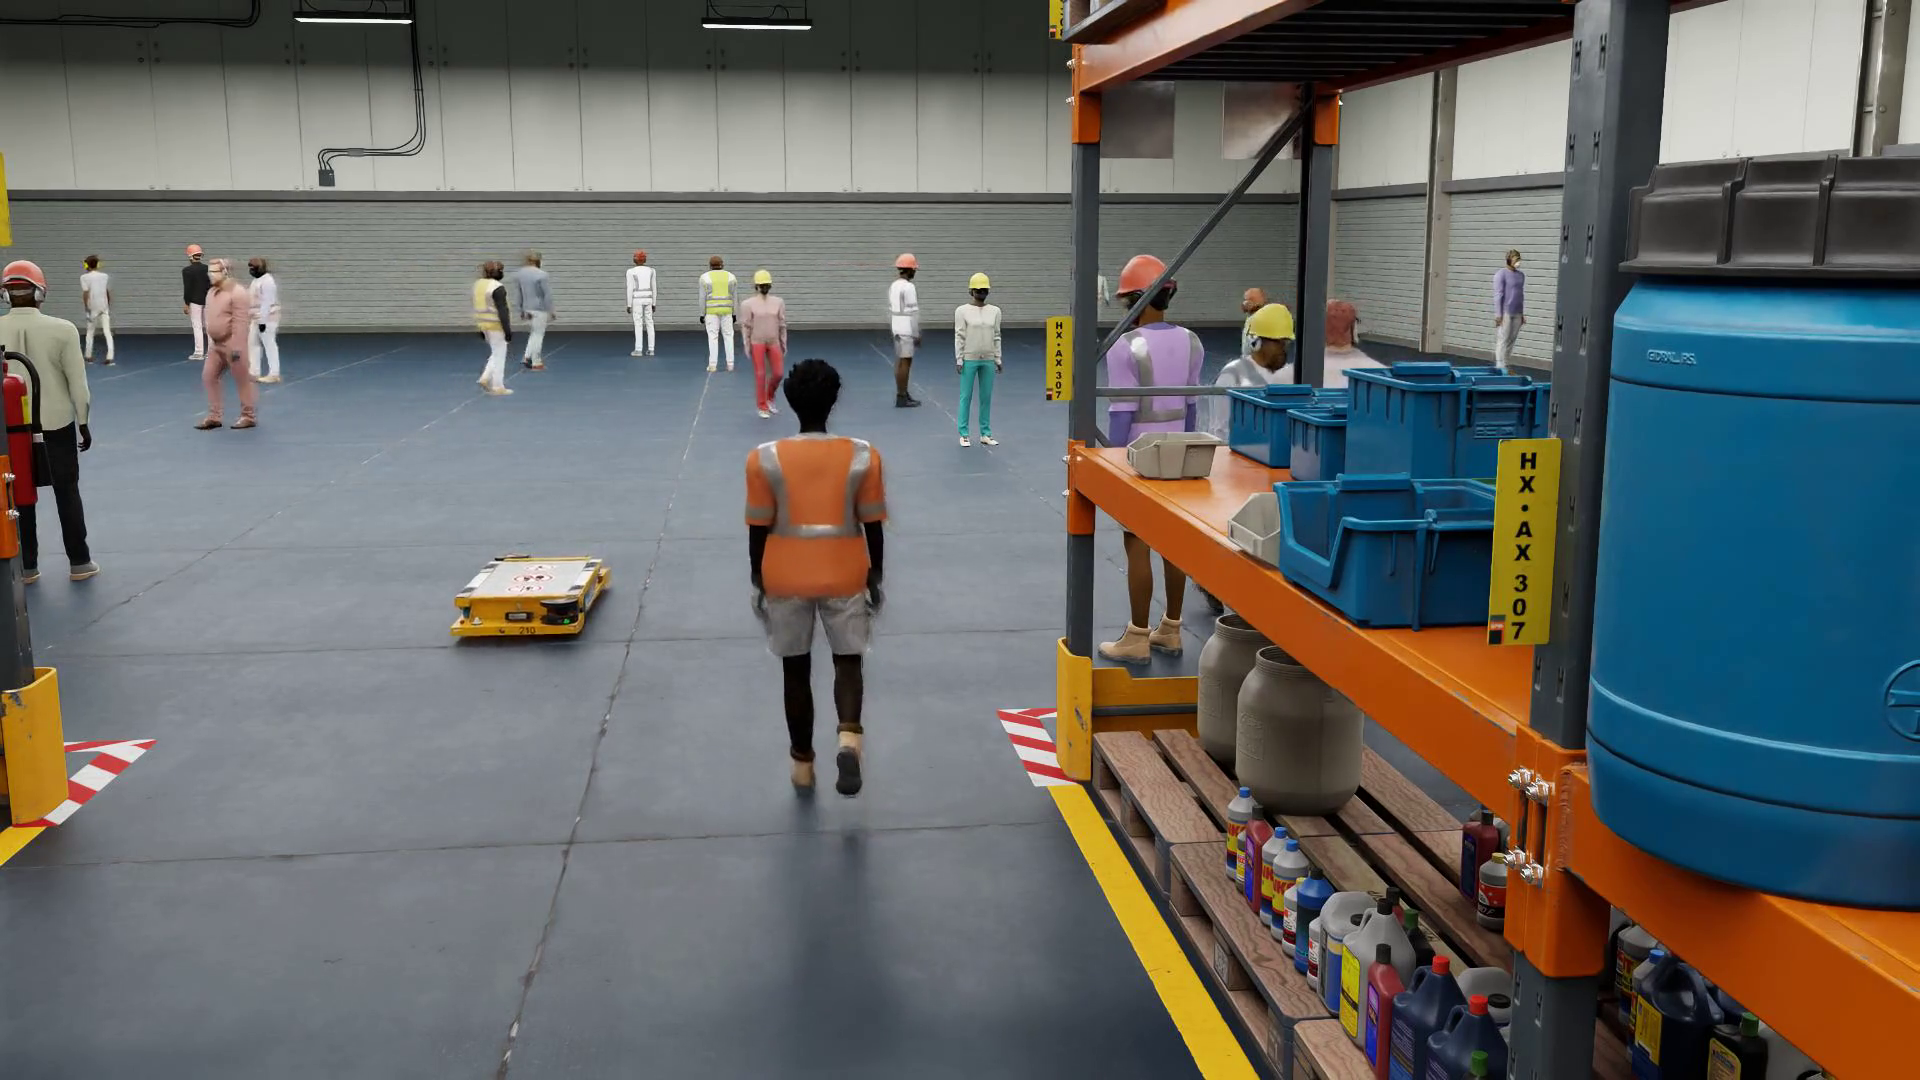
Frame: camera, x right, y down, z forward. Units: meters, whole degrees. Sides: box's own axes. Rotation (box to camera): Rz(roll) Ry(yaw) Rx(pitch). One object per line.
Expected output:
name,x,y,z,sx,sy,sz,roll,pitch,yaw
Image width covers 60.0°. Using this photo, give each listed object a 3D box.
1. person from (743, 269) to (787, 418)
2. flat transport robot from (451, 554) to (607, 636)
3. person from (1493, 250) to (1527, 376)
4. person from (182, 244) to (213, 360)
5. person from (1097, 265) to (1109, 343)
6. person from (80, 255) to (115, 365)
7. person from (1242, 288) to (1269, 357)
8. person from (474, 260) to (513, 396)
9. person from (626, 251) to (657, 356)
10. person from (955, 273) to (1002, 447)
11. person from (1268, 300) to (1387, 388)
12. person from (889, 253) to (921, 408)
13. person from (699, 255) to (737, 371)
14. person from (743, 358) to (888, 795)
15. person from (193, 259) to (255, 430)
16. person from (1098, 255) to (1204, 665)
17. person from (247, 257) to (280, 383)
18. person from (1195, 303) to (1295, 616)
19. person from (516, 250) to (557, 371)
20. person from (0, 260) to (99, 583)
person,-2.289,-2.302,19.579,0.542,1.750,0.367,-4,11,-23
flat transport robot,-2.410,0.293,9.422,0.652,0.197,1.431,-1,10,-5
person,8.294,-3.410,25.229,0.659,1.941,0.621,-7,13,-35
person,-13.269,-4.141,29.001,0.380,1.995,0.611,5,11,25
person,2.715,-4.822,33.804,0.504,1.605,0.831,-4,11,-19
person,-14.449,-3.837,27.803,0.983,1.818,0.505,8,13,39
person,2.995,-1.727,16.775,0.545,1.618,0.518,5,11,26
person,-6.248,-2.851,22.388,0.452,1.824,0.648,-10,14,-42
person,-5.729,-4.253,29.921,0.575,1.882,0.355,-8,13,-37
person,0.193,-1.834,16.982,0.522,1.769,0.312,-5,11,-25
person,1.690,-0.178,7.717,0.656,1.843,1.033,0,10,-2
person,-0.668,-2.632,20.896,0.365,1.939,0.547,-5,12,-27
person,-3.856,-3.606,26.499,0.624,1.841,0.430,-4,11,-22
person,-0.537,0.164,6.242,0.546,1.682,0.524,-2,10,-9
person,-8.170,-2.144,18.349,0.671,1.878,0.776,6,12,30
person,0.931,-0.396,8.346,0.608,2.042,0.375,-9,14,-40
person,-10.290,-3.201,24.294,0.653,1.827,0.661,-8,13,-37
person,1.590,-0.396,9.057,0.597,1.794,0.900,-8,13,-36
person,-6.732,-3.642,26.466,0.631,1.919,0.437,8,13,38
person,-5.698,-0.722,10.280,0.609,1.986,0.391,-3,11,-18
